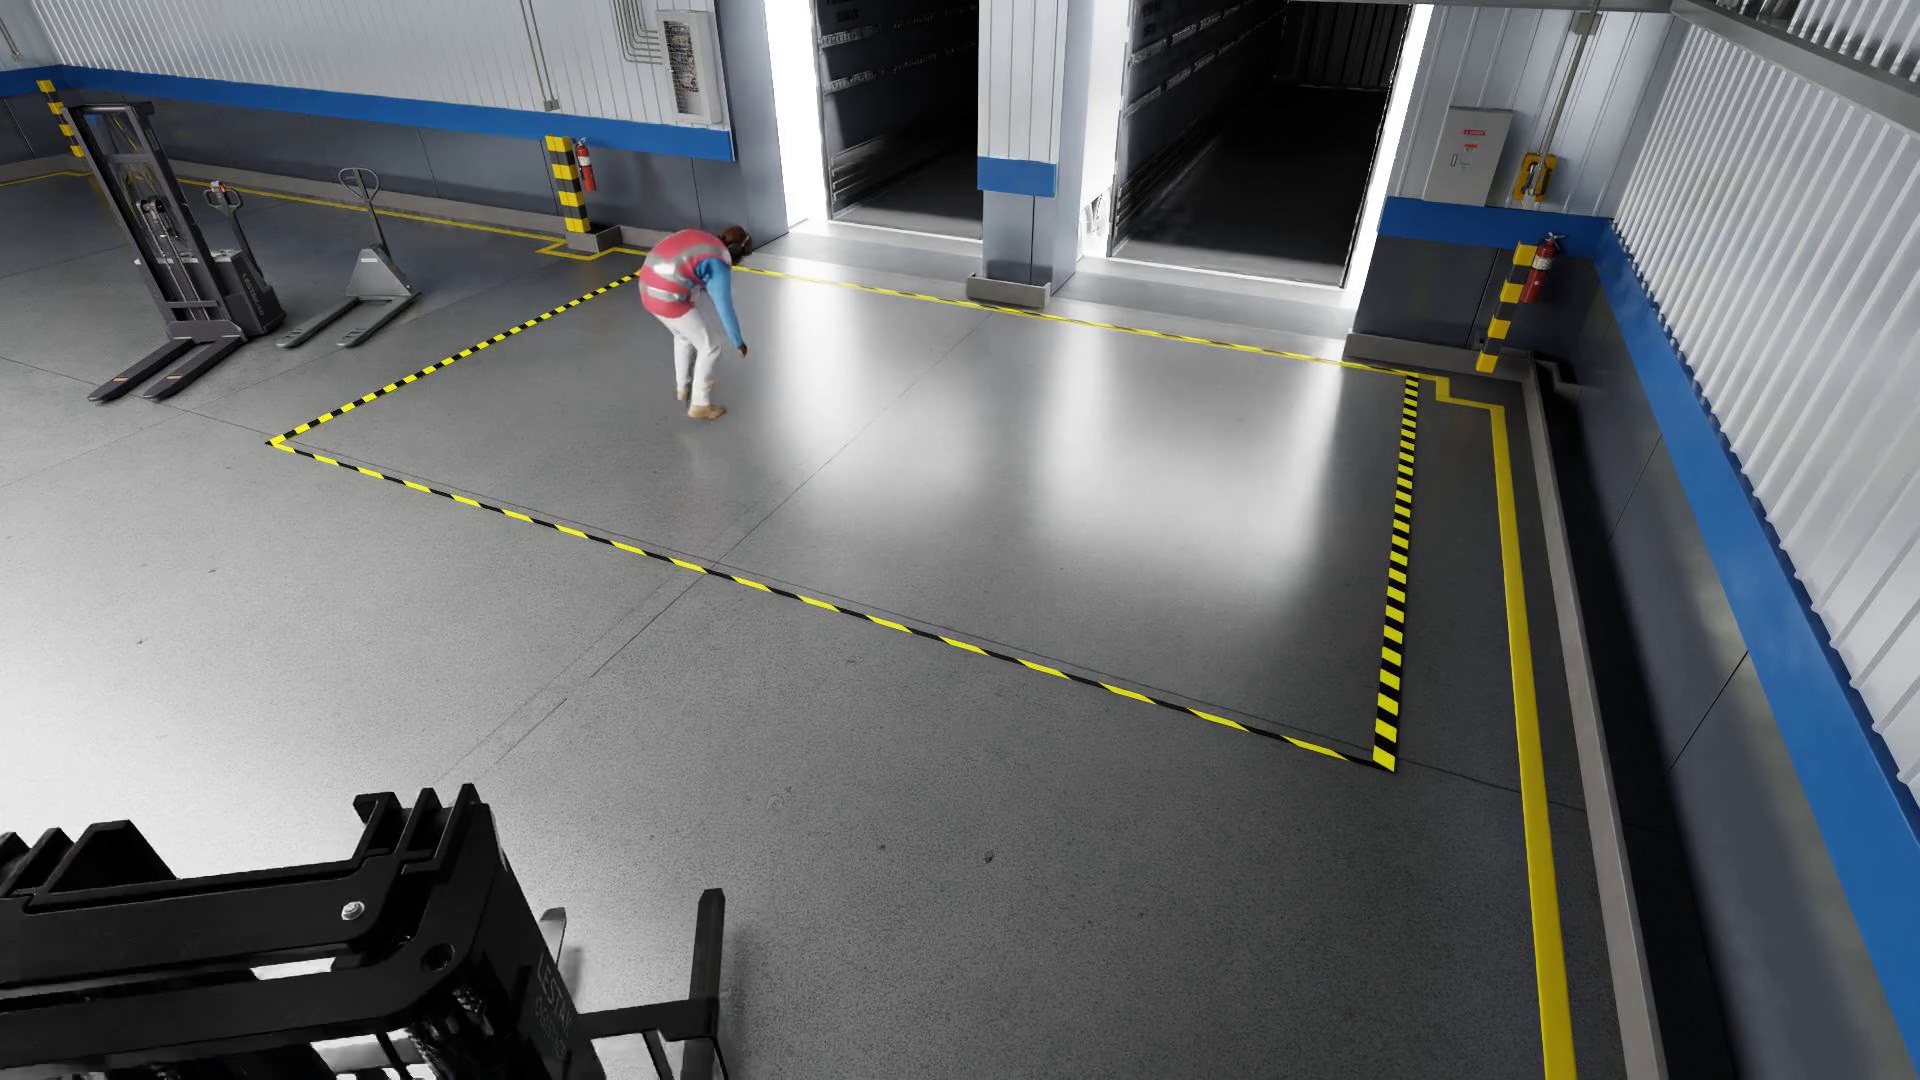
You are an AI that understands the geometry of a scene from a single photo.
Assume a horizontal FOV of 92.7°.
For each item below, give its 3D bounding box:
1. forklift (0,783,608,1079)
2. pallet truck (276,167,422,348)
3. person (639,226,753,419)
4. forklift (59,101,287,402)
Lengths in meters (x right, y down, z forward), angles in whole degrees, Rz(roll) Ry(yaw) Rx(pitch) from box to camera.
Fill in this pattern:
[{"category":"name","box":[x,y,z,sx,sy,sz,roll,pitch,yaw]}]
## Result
[{"category":"forklift","box":[-0.908,1.898,0.995,1.157,2.036,2.680,-5,35,-7]},{"category":"pallet truck","box":[-5.732,-2.611,8.414,0.680,1.201,1.601,-1,35,-1]},{"category":"person","box":[-1.951,-1.681,7.027,0.911,1.325,0.852,-28,44,-34]},{"category":"forklift","box":[-6.686,-2.387,7.434,0.823,1.965,1.885,-3,35,-5]}]
